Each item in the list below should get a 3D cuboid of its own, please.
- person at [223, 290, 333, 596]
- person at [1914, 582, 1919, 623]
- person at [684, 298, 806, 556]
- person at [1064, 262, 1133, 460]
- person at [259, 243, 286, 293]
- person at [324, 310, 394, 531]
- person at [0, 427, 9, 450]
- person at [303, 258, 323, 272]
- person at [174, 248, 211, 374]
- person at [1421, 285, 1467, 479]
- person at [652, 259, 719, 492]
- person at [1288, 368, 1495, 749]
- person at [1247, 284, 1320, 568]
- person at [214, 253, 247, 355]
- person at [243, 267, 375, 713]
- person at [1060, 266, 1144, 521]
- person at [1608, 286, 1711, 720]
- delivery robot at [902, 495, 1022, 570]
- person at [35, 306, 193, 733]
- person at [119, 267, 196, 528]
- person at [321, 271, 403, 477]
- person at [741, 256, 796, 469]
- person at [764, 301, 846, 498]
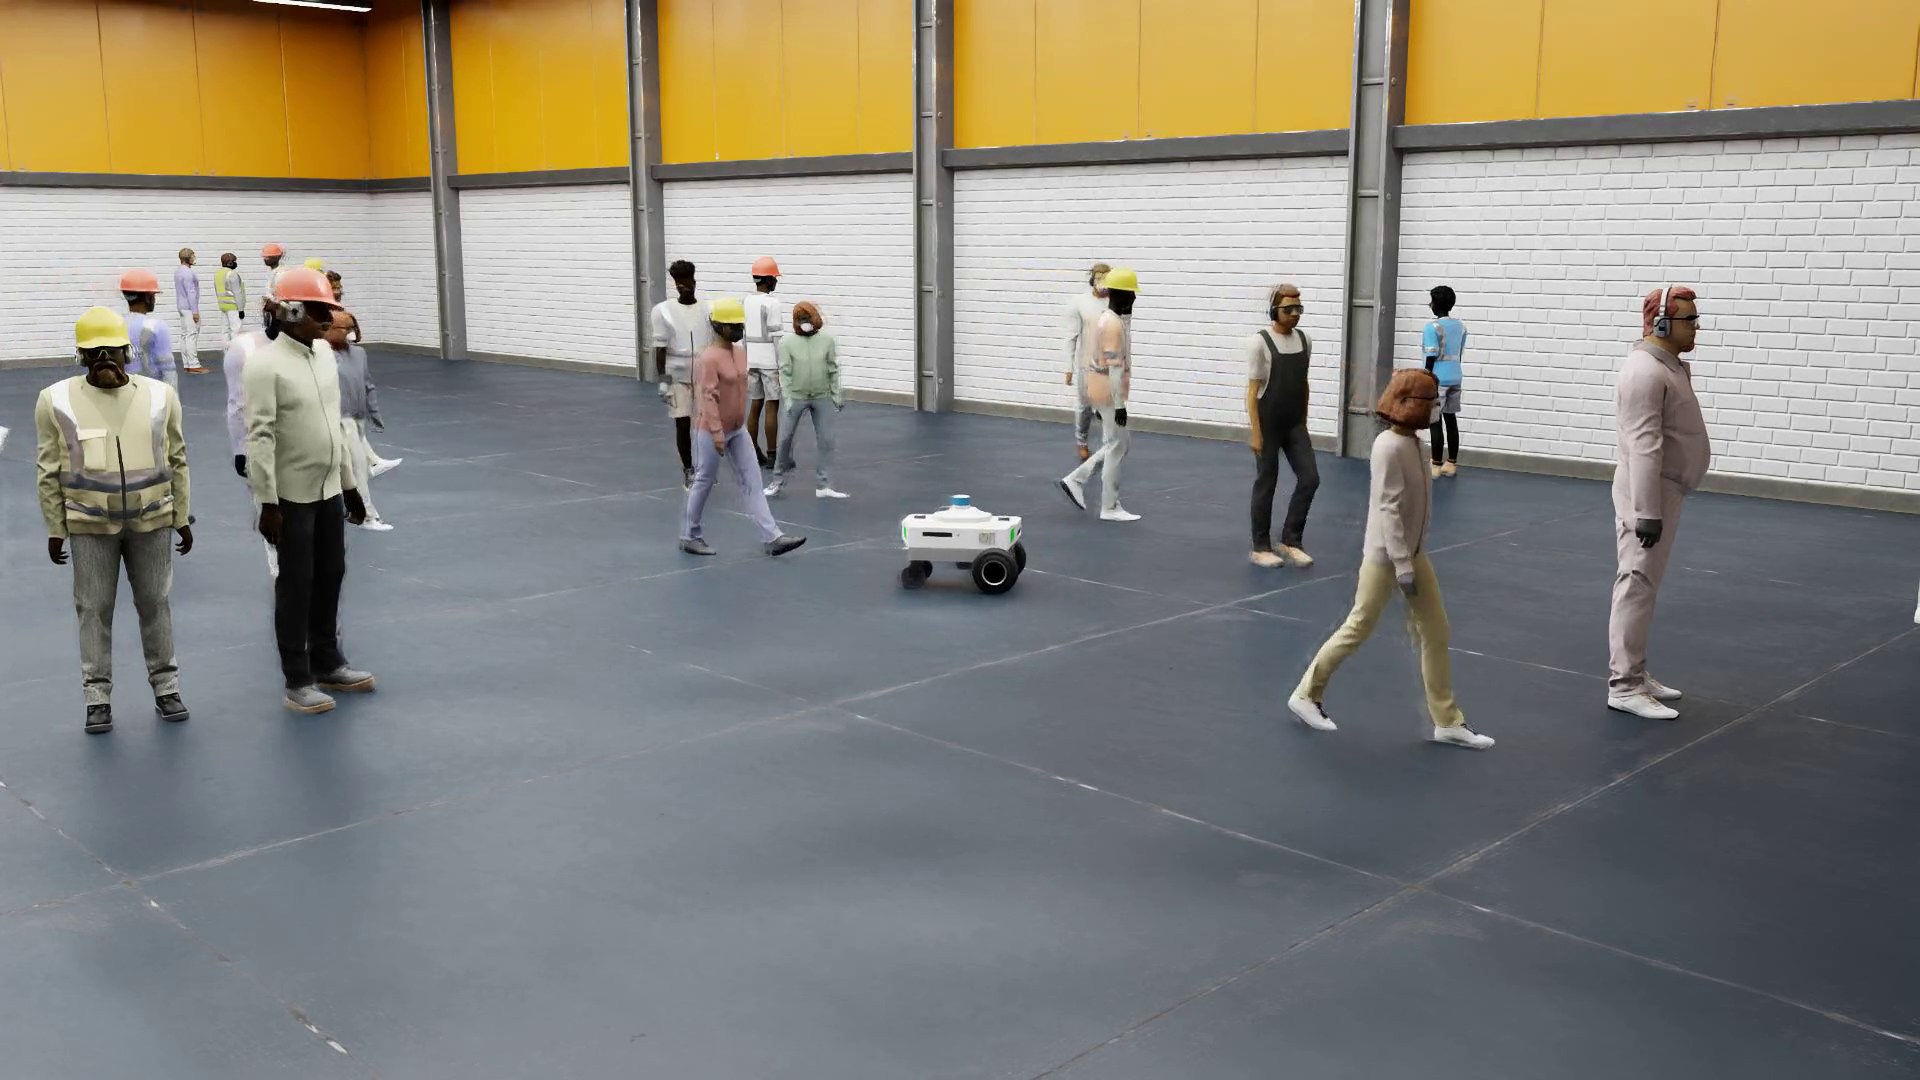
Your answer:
[{"bbox_3d":[-3.932,-0.544,9.710,0.643,1.831,0.437,-7,13,-34],"label":"person"},{"bbox_3d":[5.484,-0.443,9.033,0.532,1.868,0.310,-8,13,-37],"label":"person"},{"bbox_3d":[-1.486,-0.721,10.939,0.912,1.713,0.551,5,12,27],"label":"person"},{"bbox_3d":[1.274,-1.636,15.480,0.647,1.901,1.002,-1,10,-7],"label":"person"},{"bbox_3d":[-10.011,-3.373,24.586,0.724,2.027,0.628,-6,12,-31],"label":"person"},{"bbox_3d":[-4.513,-0.876,12.115,0.783,1.606,0.501,3,11,15],"label":"person"},{"bbox_3d":[-9.469,-1.667,15.743,0.710,1.852,0.528,-1,10,-6],"label":"person"},{"bbox_3d":[-9.043,-3.079,23.522,0.505,1.818,0.597,-6,12,-28],"label":"person"},{"bbox_3d":[-11.880,-3.528,25.661,0.373,1.940,0.628,-9,13,-39],"label":"person"},{"bbox_3d":[4.225,-1.383,14.617,0.540,1.696,0.317,-8,13,-39],"label":"person"},{"bbox_3d":[-2.240,-1.349,13.797,0.608,1.933,0.467,-4,11,-20],"label":"person"},{"bbox_3d":[1.810,0.066,7.008,0.853,1.592,0.500,8,13,37],"label":"person"},{"bbox_3d":[2.074,-0.706,10.578,0.535,1.823,0.569,-5,12,-27],"label":"person"},{"bbox_3d":[-11.980,-3.797,27.393,0.626,1.844,0.429,8,13,36],"label":"person"},{"bbox_3d":[-2.963,-0.224,7.545,0.394,1.978,0.670,2,11,13],"label":"person"},{"bbox_3d":[1.091,-1.079,12.401,0.531,1.907,0.587,1,10,3],"label":"person"},{"bbox_3d":[3.121,-0.172,7.449,0.410,1.909,0.642,5,12,26],"label":"person"},{"bbox_3d":[0.009,-0.030,10.106,0.707,0.478,0.477,2,10,9],"label":"delivery robot"},{"bbox_3d":[-3.644,-0.091,7.209,0.598,1.832,0.404,-7,13,-34],"label":"person"},{"bbox_3d":[-5.835,-0.976,11.830,0.553,1.912,0.812,4,11,19],"label":"person"},{"bbox_3d":[-5.434,-1.417,14.476,0.997,1.815,0.511,-1,10,-4],"label":"person"},{"bbox_3d":[-1.770,-1.616,15.239,0.545,1.939,0.354,10,14,43],"label":"person"},{"bbox_3d":[-1.275,-1.122,13.435,0.722,1.611,0.407,-4,11,-21],"label":"person"}]
